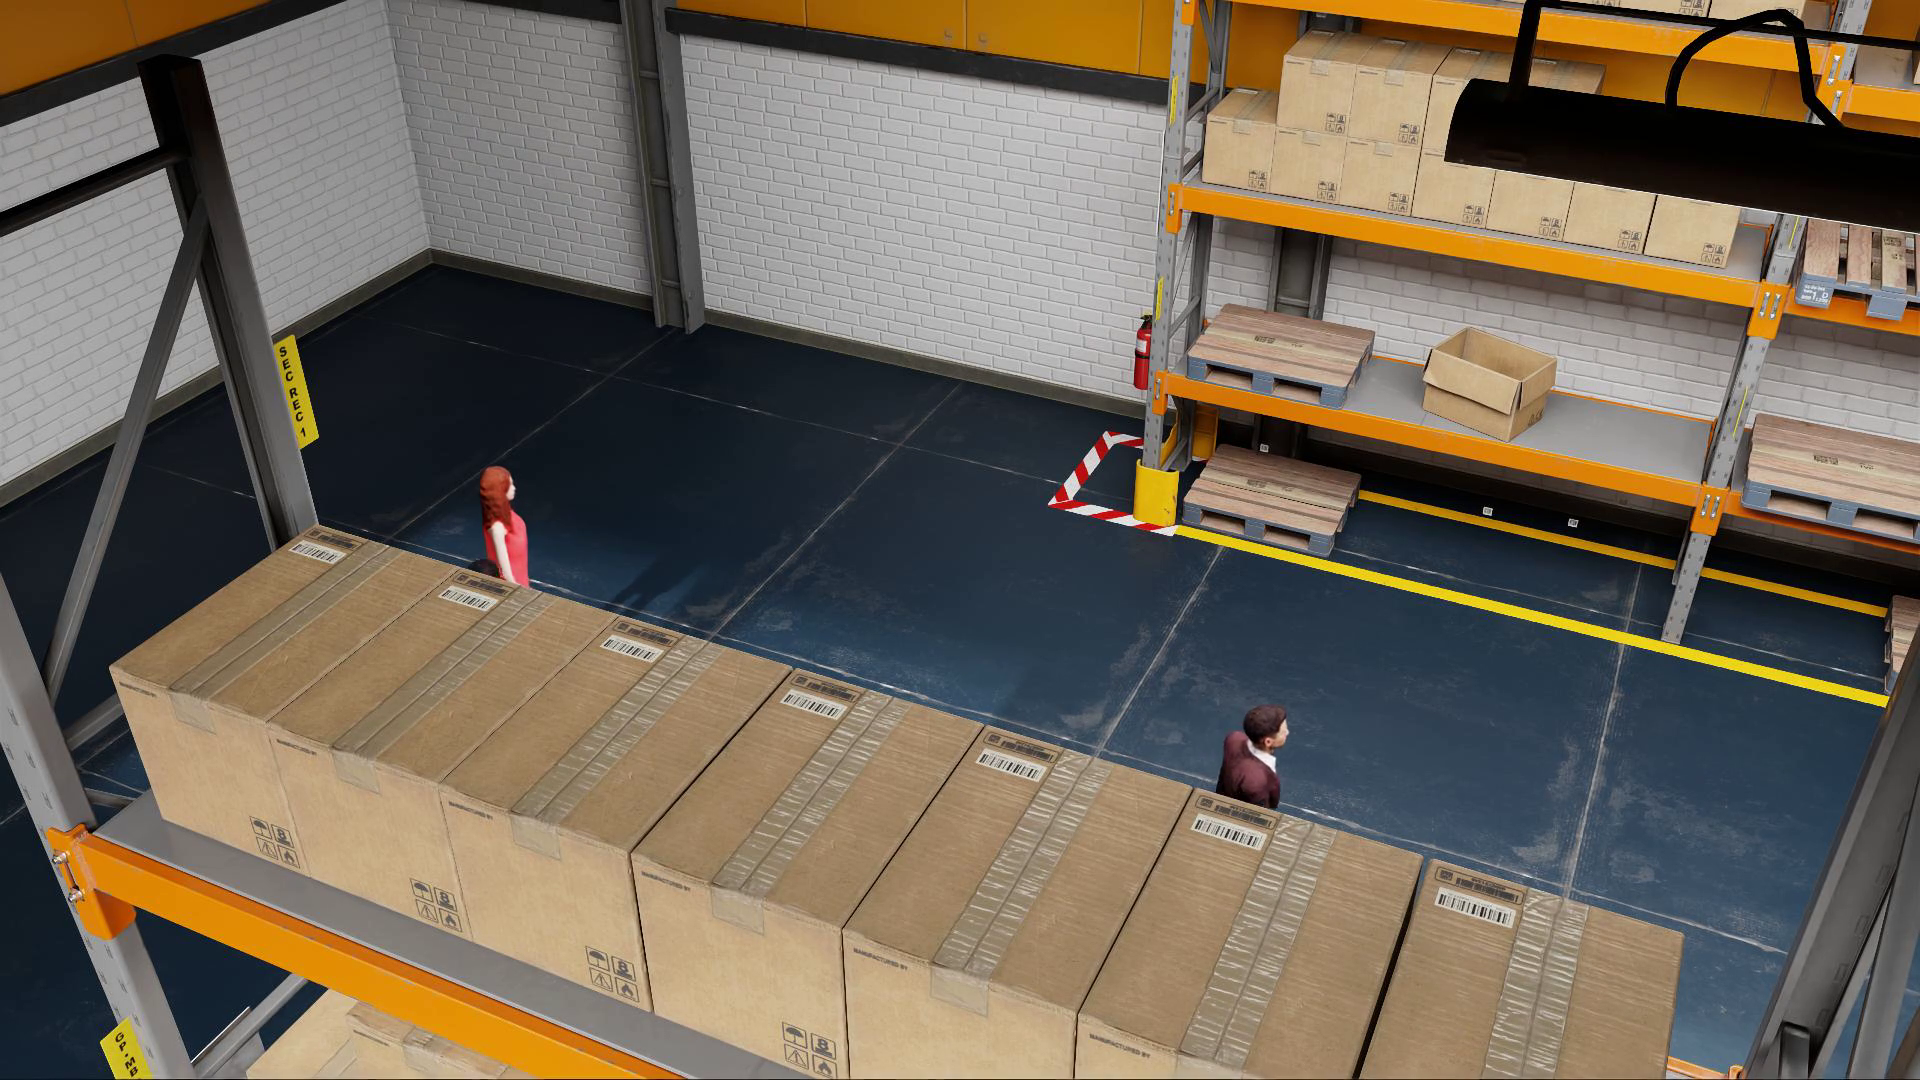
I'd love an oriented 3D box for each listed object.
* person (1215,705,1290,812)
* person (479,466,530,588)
[{"bbox_3d":[1.439,1.650,8.980,1.310,1.812,1.091,-3,34,-4],"label":"person"},{"bbox_3d":[-2.985,0.301,11.000,0.711,1.823,0.673,-8,34,-12],"label":"person"}]
